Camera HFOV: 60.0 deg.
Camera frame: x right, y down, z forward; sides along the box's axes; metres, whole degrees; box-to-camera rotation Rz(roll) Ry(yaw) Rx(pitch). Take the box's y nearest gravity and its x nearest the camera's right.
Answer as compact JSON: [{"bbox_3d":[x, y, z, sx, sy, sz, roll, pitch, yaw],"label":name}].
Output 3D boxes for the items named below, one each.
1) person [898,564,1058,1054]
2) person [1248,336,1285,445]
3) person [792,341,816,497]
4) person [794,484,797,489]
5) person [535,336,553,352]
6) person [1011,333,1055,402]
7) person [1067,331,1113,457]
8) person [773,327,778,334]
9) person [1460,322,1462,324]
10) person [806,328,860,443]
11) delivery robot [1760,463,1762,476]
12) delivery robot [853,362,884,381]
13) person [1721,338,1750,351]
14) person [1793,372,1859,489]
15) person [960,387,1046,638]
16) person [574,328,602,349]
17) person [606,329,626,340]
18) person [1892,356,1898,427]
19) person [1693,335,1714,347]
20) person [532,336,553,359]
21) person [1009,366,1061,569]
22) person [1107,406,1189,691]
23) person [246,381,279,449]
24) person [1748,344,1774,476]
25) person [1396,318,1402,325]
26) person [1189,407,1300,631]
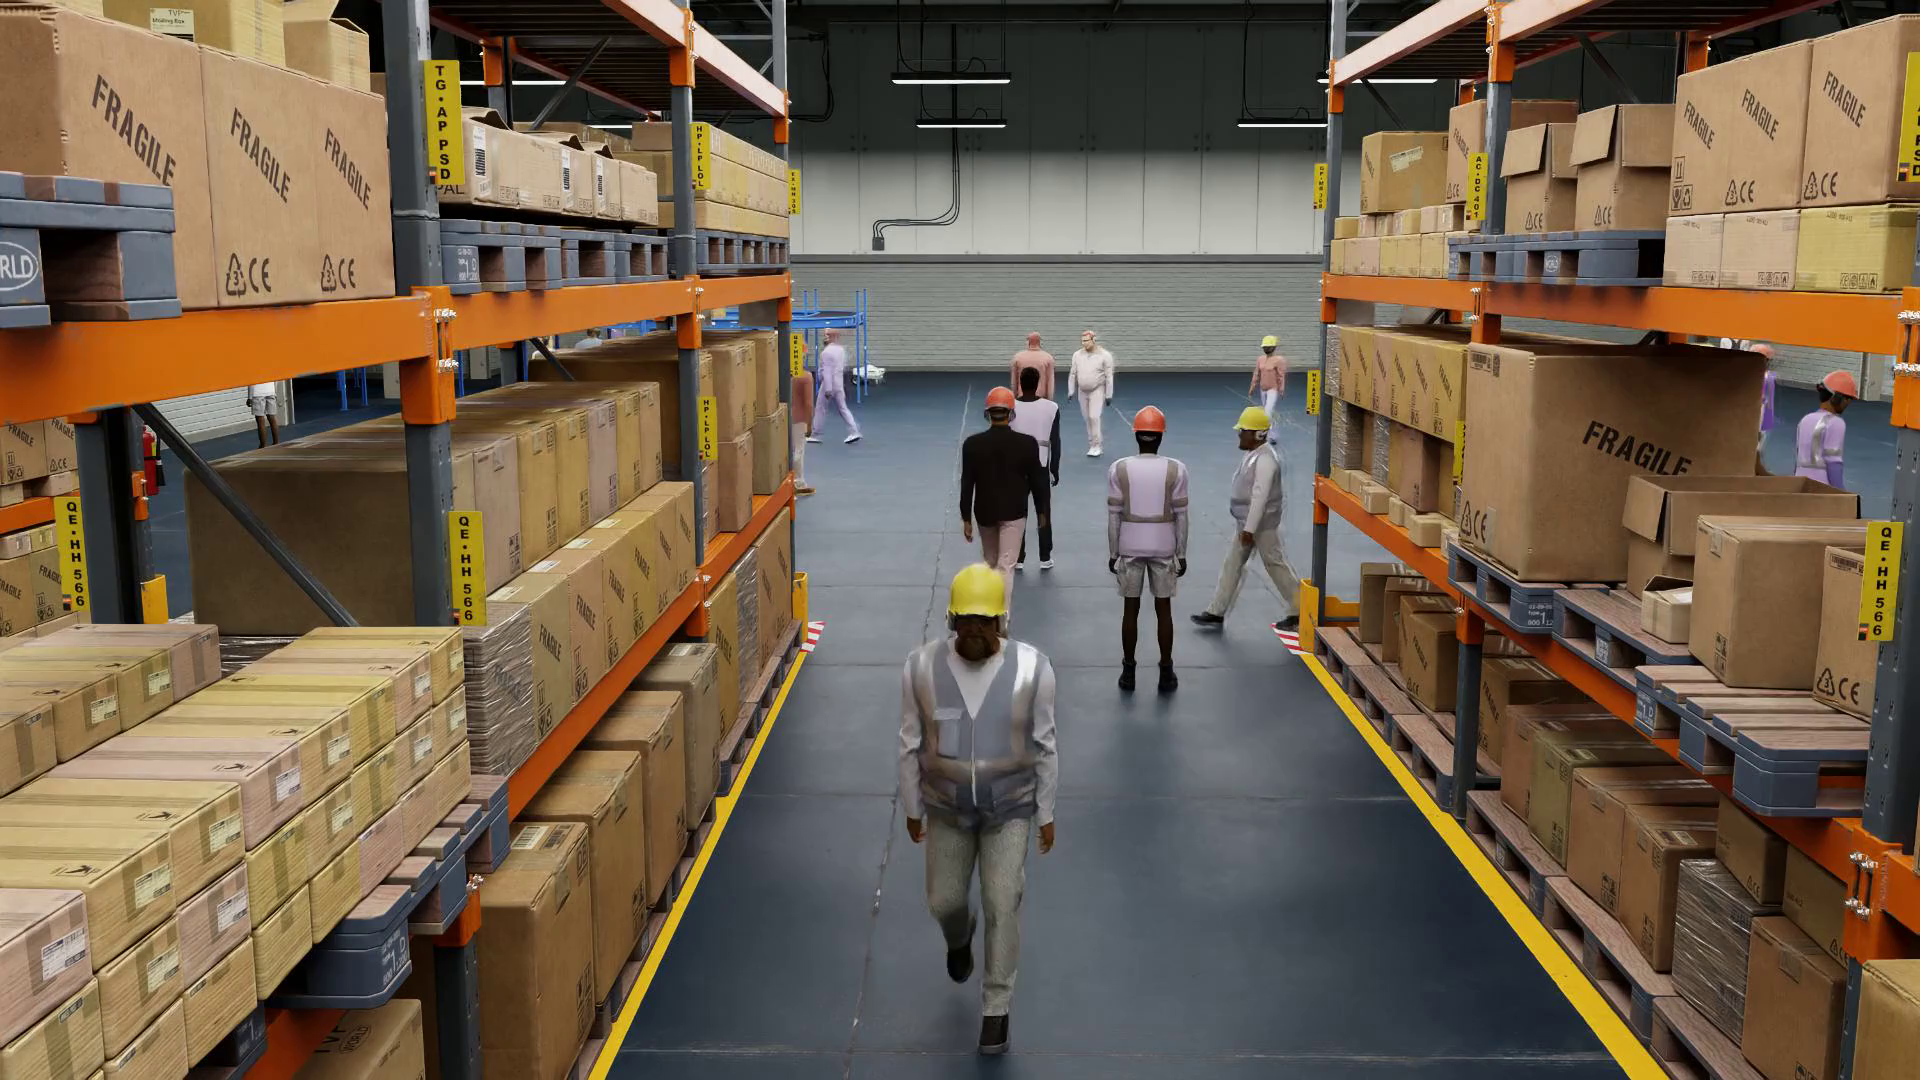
[{"bbox_3d":[0.073,0.962,6.276,0.599,1.817,0.580,1,10,6],"label":"person"},{"bbox_3d":[4.833,-2.353,26.358,0.760,1.740,0.546,-7,12,-35],"label":"person"},{"bbox_3d":[-2.097,-1.476,20.464,0.631,1.961,0.850,8,12,40],"label":"person"},{"bbox_3d":[-2.526,-1.552,21.208,0.929,1.866,0.657,-4,10,-22],"label":"person"},{"bbox_3d":[-7.682,-3.218,31.018,0.846,1.915,0.549,2,10,10],"label":"person"},{"bbox_3d":[1.097,-2.183,24.981,0.659,1.853,1.025,1,10,8],"label":"person"},{"bbox_3d":[1.918,-2.179,24.897,0.652,1.875,0.736,6,11,32],"label":"person"},{"bbox_3d":[-3.533,-3.367,32.080,0.577,1.879,0.408,1,10,7],"label":"person"},{"bbox_3d":[10.961,-4.106,36.769,0.533,1.765,0.331,-2,10,-11],"label":"person"},{"bbox_3d":[-2.054,-2.484,26.794,1.005,1.861,0.662,4,10,23],"label":"person"},{"bbox_3d":[9.849,-0.917,21.128,0.477,0.478,0.707,-1,10,-7],"label":"delivery robot"},{"bbox_3d":[-2.164,-3.971,39.420,0.707,0.478,0.477,3,10,17],"label":"delivery robot"},{"bbox_3d":[14.757,-3.288,31.731,0.514,1.814,0.820,3,10,16],"label":"person"},{"bbox_3d":[7.033,-0.365,13.668,0.608,2.004,0.846,1,10,6],"label":"person"},{"bbox_3d":[0.349,-0.215,12.921,0.620,1.936,1.026,3,10,16],"label":"person"},{"bbox_3d":[-5.937,-2.569,27.044,0.632,1.936,0.359,1,9,3],"label":"person"},{"bbox_3d":[-8.813,-5.140,42.496,0.379,1.919,0.586,9,13,44],"label":"person"},{"bbox_3d":[16.670,-2.798,29.152,0.552,1.677,0.565,-3,10,-20],"label":"person"},{"bbox_3d":[12.350,-2.621,27.835,0.638,1.784,0.982,4,10,21],"label":"person"},{"bbox_3d":[-5.999,-2.072,24.058,0.635,1.939,0.366,8,13,41],"label":"person"},{"bbox_3d":[0.661,-0.682,15.796,0.587,1.920,0.394,0,9,1],"label":"person"},{"bbox_3d":[1.279,0.054,11.338,0.551,1.933,0.377,1,10,8],"label":"person"},{"bbox_3d":[-10.402,-2.187,24.753,0.361,1.938,0.545,4,10,24],"label":"person"},{"bbox_3d":[9.656,-1.399,20.076,0.504,1.925,0.547,6,11,33],"label":"person"},{"bbox_3d":[8.744,-3.539,33.262,0.654,1.794,0.927,-5,11,-28],"label":"person"},{"bbox_3d":[2.359,-0.161,13.114,0.954,1.784,0.600,-1,9,-4],"label":"person"}]
